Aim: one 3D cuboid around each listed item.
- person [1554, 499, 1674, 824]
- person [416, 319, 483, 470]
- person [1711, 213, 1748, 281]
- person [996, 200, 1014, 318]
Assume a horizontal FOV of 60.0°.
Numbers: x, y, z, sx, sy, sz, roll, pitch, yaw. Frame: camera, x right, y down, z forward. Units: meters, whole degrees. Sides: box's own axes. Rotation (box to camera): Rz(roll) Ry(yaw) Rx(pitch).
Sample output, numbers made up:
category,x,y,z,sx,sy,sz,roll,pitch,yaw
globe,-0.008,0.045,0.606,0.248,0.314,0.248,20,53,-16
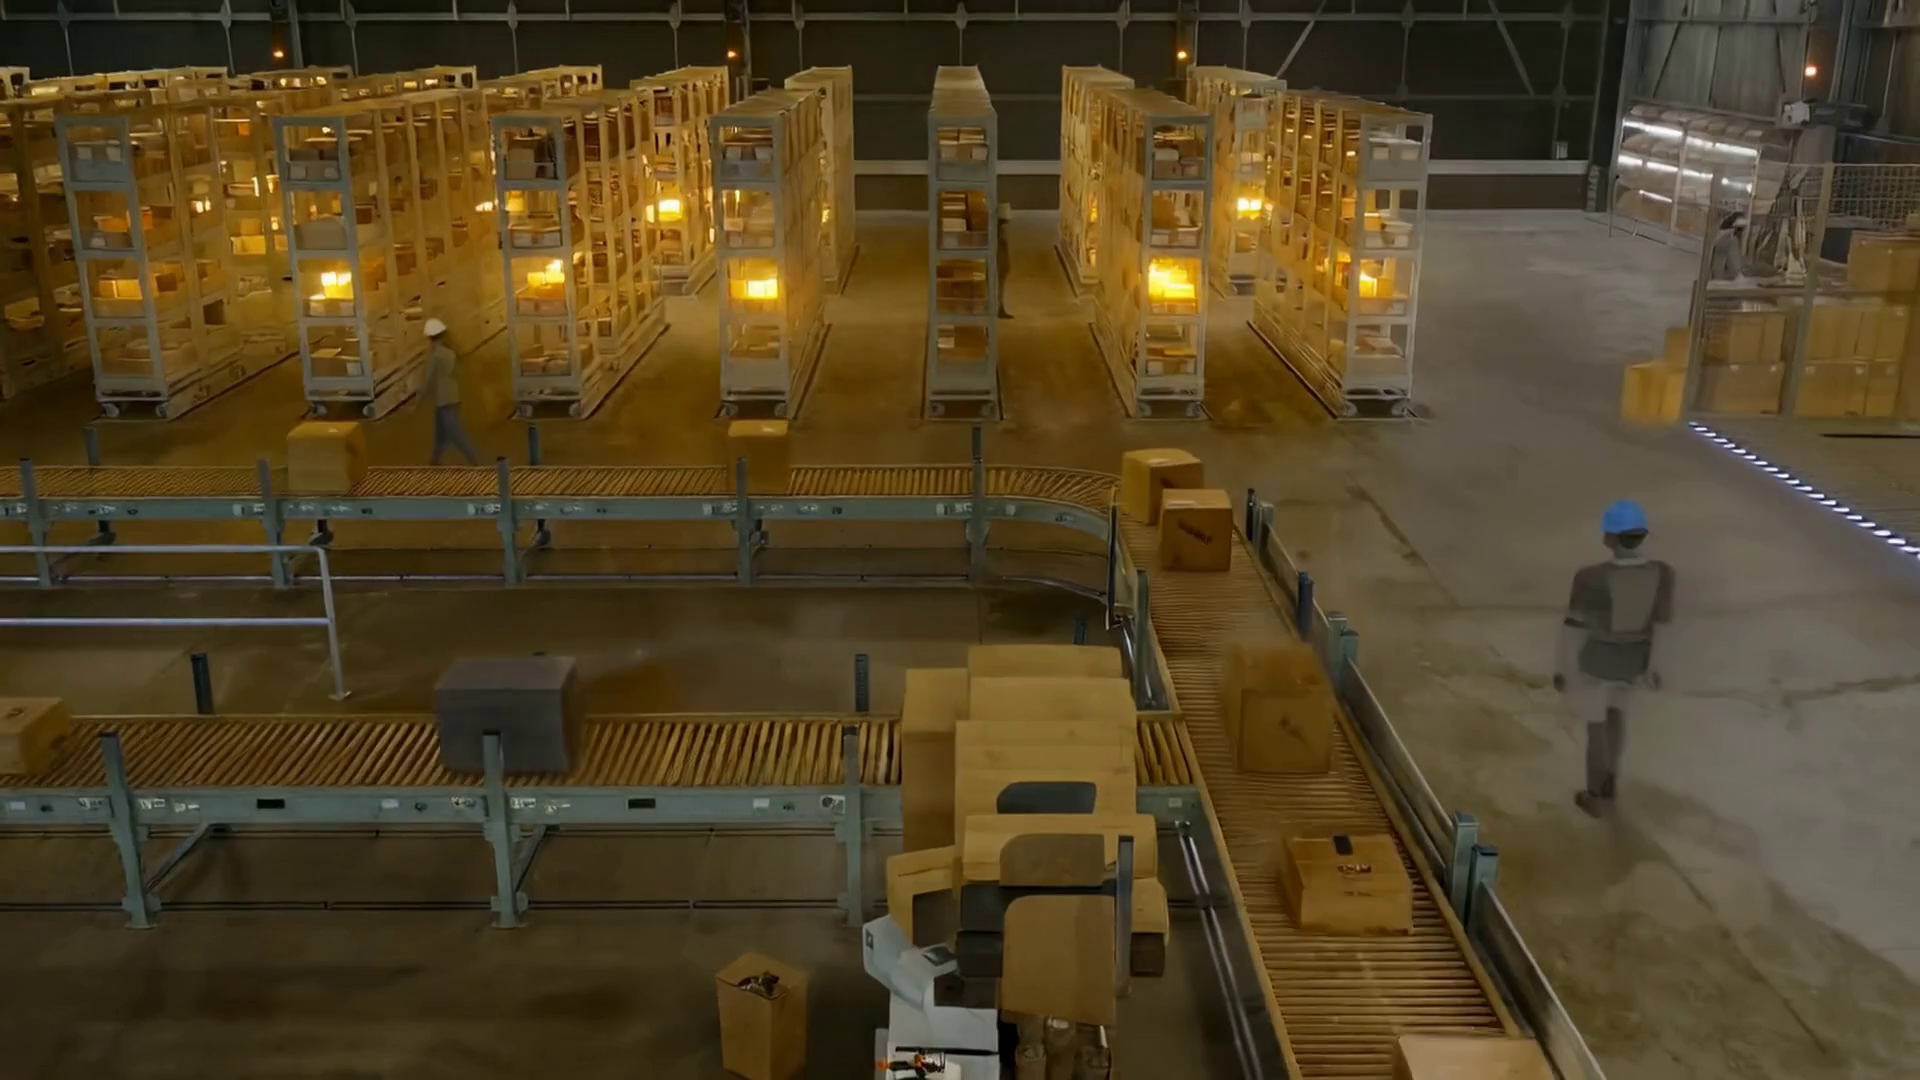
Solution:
category,x,y,z,sx,sy,sz,roll,pitch,yaw
person,3.922,0.728,10.113,0.635,2.029,0.524,-2,18,-7
person,-5.340,-1.436,17.281,0.915,1.722,0.527,3,18,10
person,10.875,-3.645,23.641,0.396,1.992,0.623,8,20,24
person,0.588,-4.444,26.352,0.391,1.838,0.563,-11,21,-30
